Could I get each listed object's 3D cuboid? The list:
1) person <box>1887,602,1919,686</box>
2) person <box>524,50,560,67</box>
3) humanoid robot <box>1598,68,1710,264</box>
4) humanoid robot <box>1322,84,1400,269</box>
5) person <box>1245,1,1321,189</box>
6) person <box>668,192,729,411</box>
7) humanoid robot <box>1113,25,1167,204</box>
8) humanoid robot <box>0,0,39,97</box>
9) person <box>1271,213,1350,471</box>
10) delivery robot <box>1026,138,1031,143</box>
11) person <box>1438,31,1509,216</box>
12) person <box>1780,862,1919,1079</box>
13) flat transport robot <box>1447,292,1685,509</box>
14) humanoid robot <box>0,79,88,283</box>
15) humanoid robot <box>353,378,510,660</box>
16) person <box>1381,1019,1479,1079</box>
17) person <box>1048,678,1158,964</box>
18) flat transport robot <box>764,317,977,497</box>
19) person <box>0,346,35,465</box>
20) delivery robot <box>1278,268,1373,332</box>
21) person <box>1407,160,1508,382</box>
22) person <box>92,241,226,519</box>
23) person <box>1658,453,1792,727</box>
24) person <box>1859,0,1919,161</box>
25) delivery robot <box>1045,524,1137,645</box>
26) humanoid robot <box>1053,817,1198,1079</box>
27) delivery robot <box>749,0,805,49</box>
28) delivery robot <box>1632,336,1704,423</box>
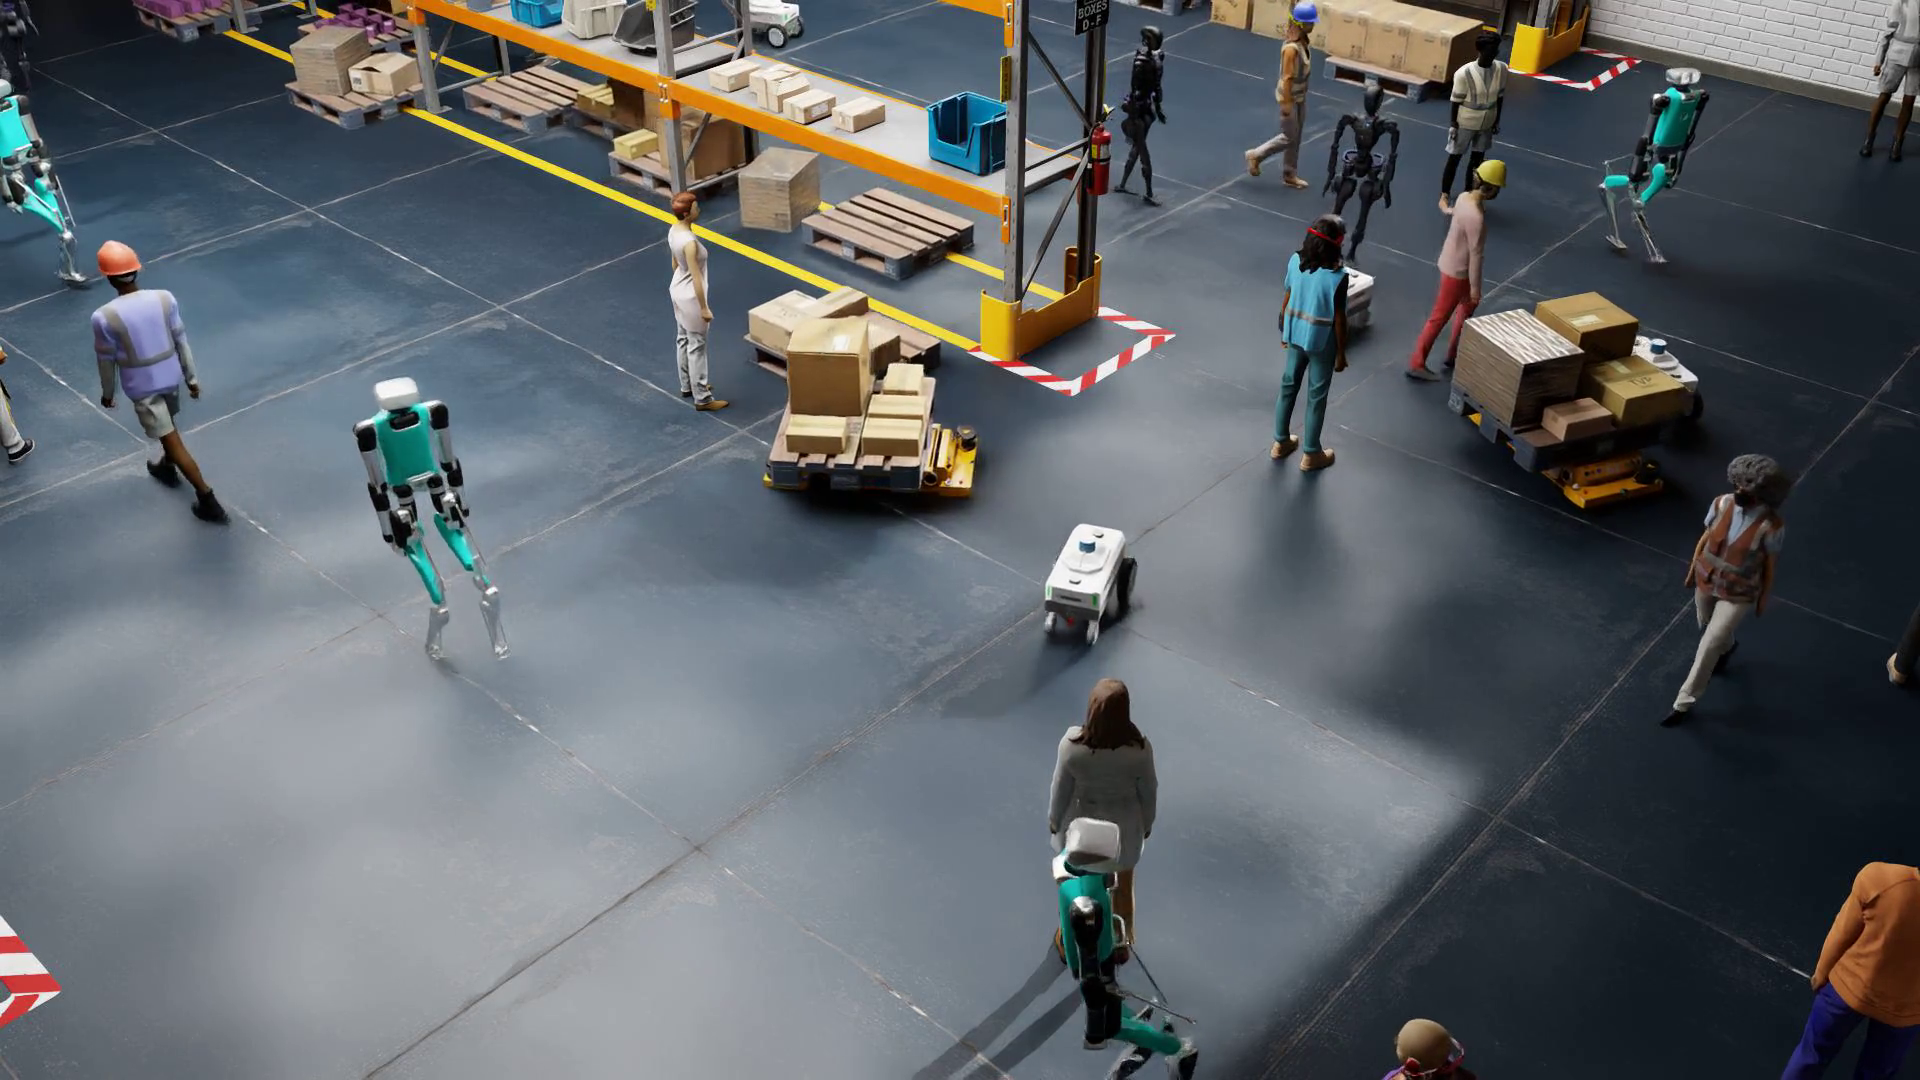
[{"bbox_3d":[5.671,0.080,9.308,0.507,1.846,0.346,19,39,25],"label":"person"},{"bbox_3d":[-4.740,-6.135,18.390,0.341,1.748,0.572,-26,42,-32],"label":"person"},{"bbox_3d":[5.836,-3.197,14.138,0.548,1.738,0.970,-11,36,-16],"label":"humanoid robot"},{"bbox_3d":[3.365,-3.061,14.016,0.587,1.643,0.381,11,36,15],"label":"humanoid robot"},{"bbox_3d":[3.042,-4.125,15.463,0.526,1.761,0.495,18,39,24],"label":"person"},{"bbox_3d":[-1.943,-1.740,12.102,0.286,1.661,0.450,-17,38,-23],"label":"person"},{"bbox_3d":[1.718,-3.914,15.253,0.593,1.638,0.601,21,40,28],"label":"humanoid robot"},{"bbox_3d":[-10.057,-5.432,17.452,0.609,1.634,0.643,-16,38,-22],"label":"humanoid robot"},{"bbox_3d":[2.403,-1.340,11.346,0.390,1.866,0.524,-30,44,-36],"label":"person"},{"bbox_3d":[0.477,-3.661,15.864,0.499,0.597,0.798,-21,40,-27],"label":"delivery robot"},{"bbox_3d":[4.632,-3.759,15.004,0.532,1.691,0.321,-9,36,-13],"label":"person"},{"bbox_3d":[3.721,1.810,6.696,0.515,1.973,0.401,20,39,27],"label":"person"},{"bbox_3d":[4.266,-0.715,11.846,0.659,0.231,1.431,-12,36,-17],"label":"flat transport robot"},{"bbox_3d":[-7.543,-2.880,13.704,0.906,1.770,0.537,14,37,20],"label":"humanoid robot"},{"bbox_3d":[-2.982,0.003,9.547,0.530,1.798,0.809,-22,40,-29],"label":"humanoid robot"},{"bbox_3d":[1.617,2.366,6.126,0.340,1.693,0.492,22,40,28],"label":"person"},{"bbox_3d":[0.652,1.306,7.691,0.497,1.659,0.335,1,35,1],"label":"person"},{"bbox_3d":[-0.614,-0.579,11.648,1.431,0.231,0.659,3,35,4],"label":"flat transport robot"},{"bbox_3d":[-6.863,-1.329,11.361,0.602,1.828,0.404,-6,35,-9],"label":"person"},{"bbox_3d":[2.960,-1.891,13.302,0.791,0.598,0.499,-27,43,-34],"label":"delivery robot"},{"bbox_3d":[3.766,-2.005,12.432,0.685,1.722,0.638,2,35,2],"label":"person"},{"bbox_3d":[-5.306,-1.054,10.916,0.983,1.891,0.559,21,40,28],"label":"person"},{"bbox_3d":[4.316,0.216,9.278,0.830,1.653,0.434,-23,41,-30],"label":"person"},{"bbox_3d":[9.156,-4.635,16.070,0.549,1.924,0.387,13,37,19],"label":"person"},{"bbox_3d":[0.774,0.222,10.220,0.499,0.576,0.768,11,36,16],"label":"delivery robot"},{"bbox_3d":[0.801,1.858,6.873,0.899,1.800,0.531,-1,35,-1],"label":"humanoid robot"},{"bbox_3d":[-2.215,-6.060,19.352,0.805,0.612,0.499,14,37,20],"label":"delivery robot"},{"bbox_3d":[5.102,-1.201,12.288,0.499,0.583,0.777,-8,35,-12],"label":"delivery robot"}]
